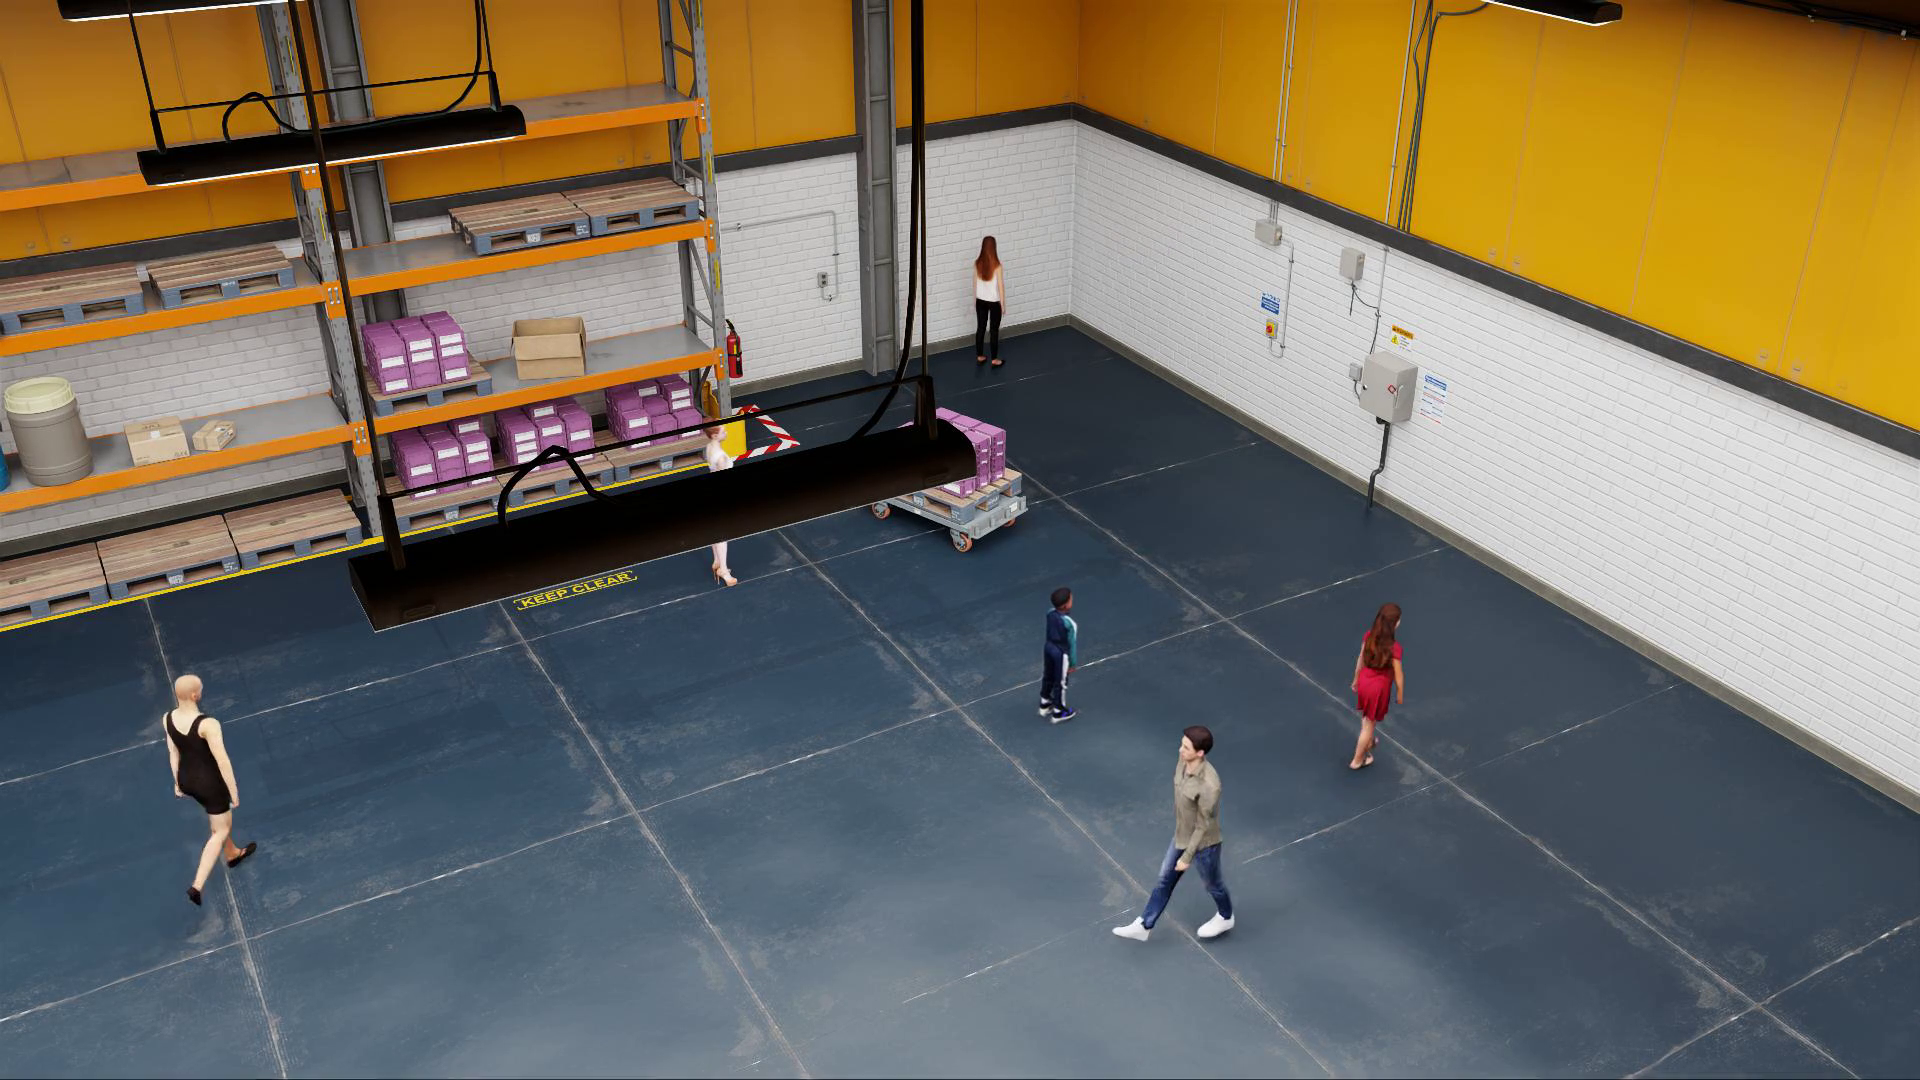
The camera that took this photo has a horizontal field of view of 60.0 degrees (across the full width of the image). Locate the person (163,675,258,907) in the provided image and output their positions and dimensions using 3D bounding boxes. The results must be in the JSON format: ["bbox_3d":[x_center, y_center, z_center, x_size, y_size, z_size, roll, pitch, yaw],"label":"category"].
[{"bbox_3d":[-5.615,1.861,12.218,1.116,1.782,1.198,7,29,13],"label":"person"}]

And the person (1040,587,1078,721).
[{"bbox_3d":[0.850,0.967,14.411,0.497,1.252,0.522,-19,34,-31],"label":"person"}]

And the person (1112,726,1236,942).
[{"bbox_3d":[1.758,2.115,11.730,1.205,1.803,0.801,-11,31,-20],"label":"person"}]

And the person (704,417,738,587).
[{"bbox_3d":[-2.355,-0.387,16.329,0.524,1.793,0.606,-11,31,-20],"label":"person"}]

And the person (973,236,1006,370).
[{"bbox_3d":[0.365,-3.045,21.277,0.661,1.720,0.663,16,32,26],"label":"person"}]

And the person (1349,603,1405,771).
[{"bbox_3d":[3.361,1.227,13.637,0.738,1.538,0.622,-22,35,-34],"label":"person"}]
